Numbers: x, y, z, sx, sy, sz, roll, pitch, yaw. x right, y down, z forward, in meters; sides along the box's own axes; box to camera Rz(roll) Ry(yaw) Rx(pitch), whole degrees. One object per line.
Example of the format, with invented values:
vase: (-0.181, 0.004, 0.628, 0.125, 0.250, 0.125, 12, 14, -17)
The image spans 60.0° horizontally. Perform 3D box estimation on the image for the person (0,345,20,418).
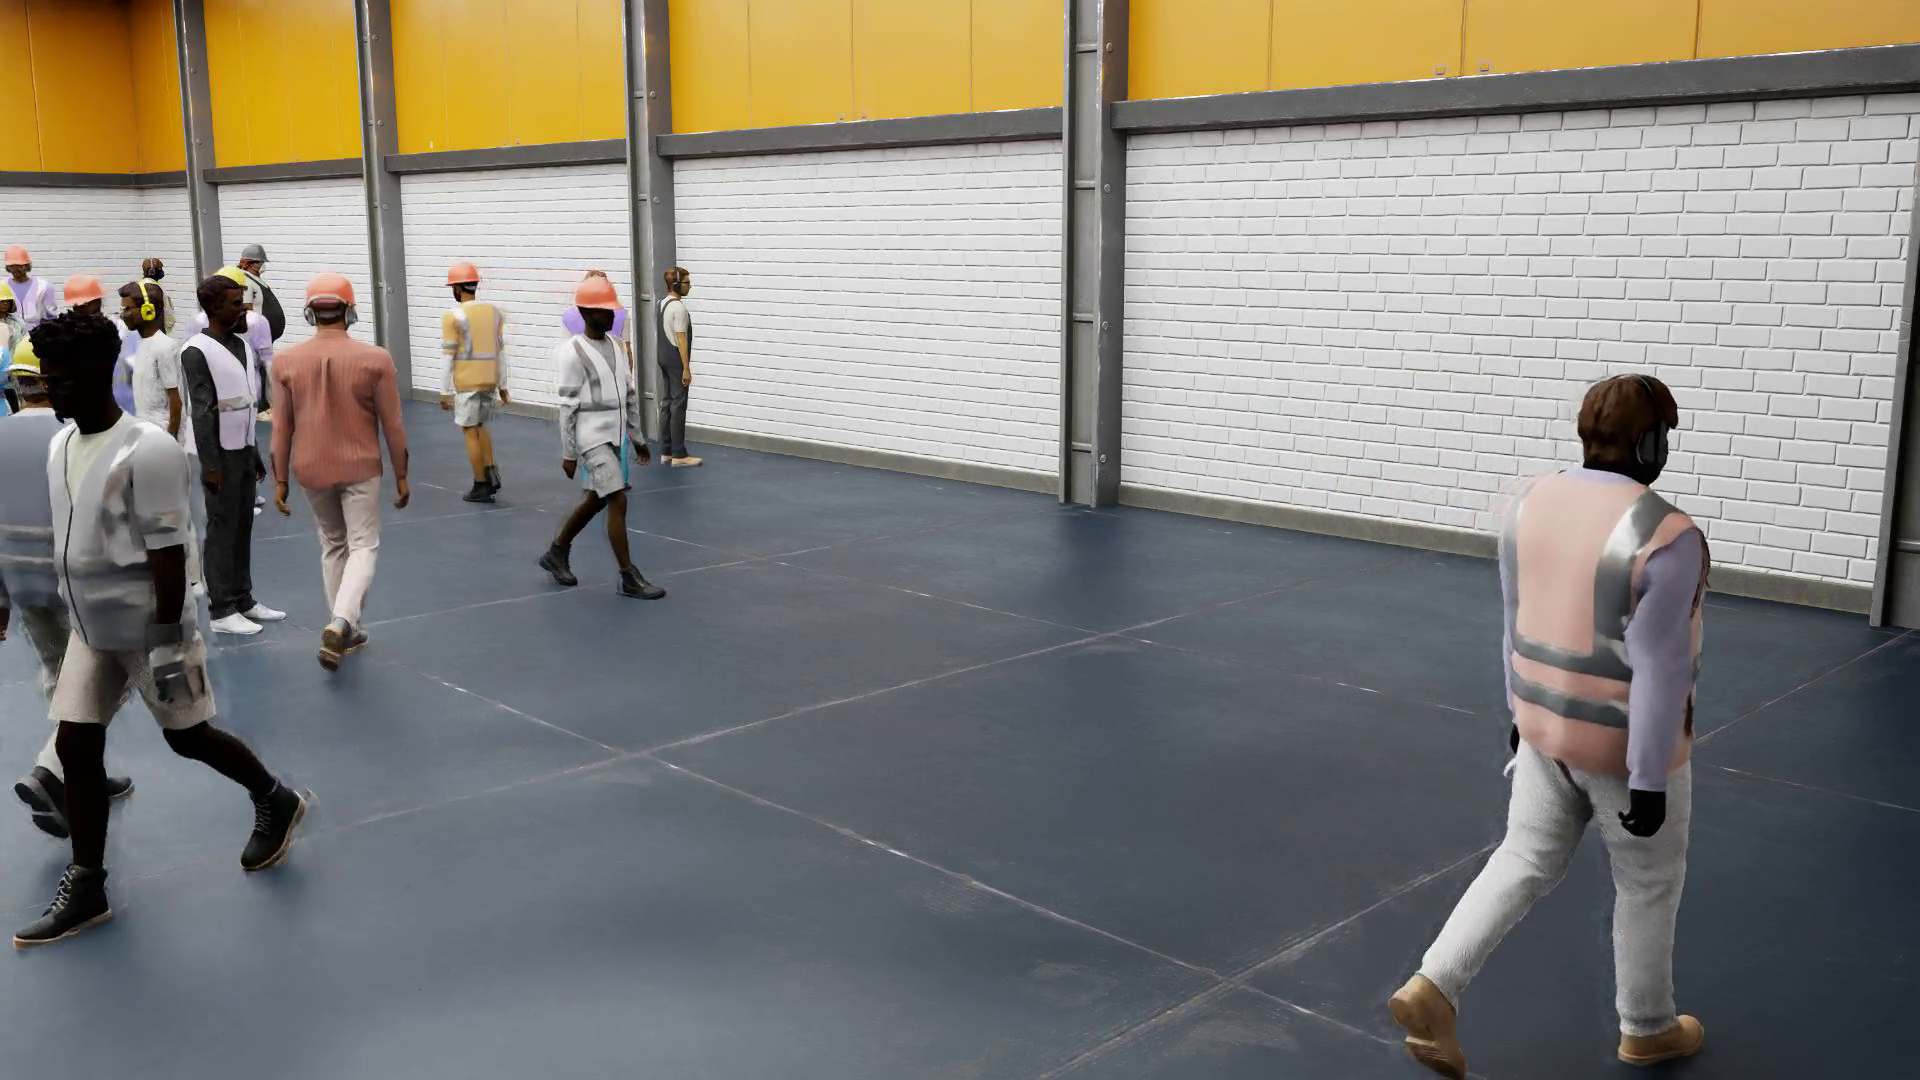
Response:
person: (-6.753, -0.783, 11.403, 0.607, 1.671, 0.425, -9, 13, -39)

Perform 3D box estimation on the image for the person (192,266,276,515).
person: (-5.478, -1.139, 12.750, 0.626, 1.887, 0.804, 1, 10, 5)

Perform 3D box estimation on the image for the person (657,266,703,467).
person: (-2.626, -1.601, 15.409, 0.326, 1.843, 0.517, -6, 12, -31)

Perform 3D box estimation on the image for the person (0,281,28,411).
person: (-8.347, -1.389, 14.563, 0.344, 1.733, 0.479, 5, 12, 26)

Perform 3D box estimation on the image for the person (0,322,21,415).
person: (-8.300, -1.291, 14.288, 0.313, 1.636, 0.518, 4, 11, 22)

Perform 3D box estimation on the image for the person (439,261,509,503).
person: (-3.894, -1.247, 13.258, 0.414, 1.920, 0.562, 8, 13, 36)

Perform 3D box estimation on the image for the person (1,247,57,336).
person: (-10.113, -2.147, 17.964, 0.641, 1.991, 1.018, -4, 11, -19)

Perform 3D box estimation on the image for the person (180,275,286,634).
person: (-3.956, -0.461, 8.983, 0.388, 1.921, 0.593, 0, 10, -1)

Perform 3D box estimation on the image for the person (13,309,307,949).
person: (-2.540, 0.230, 5.251, 0.633, 1.928, 0.956, 6, 12, 28)

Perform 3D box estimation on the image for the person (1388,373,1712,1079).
person: (1.523, 0.487, 4.149, 0.876, 1.811, 0.624, -5, 11, -24)

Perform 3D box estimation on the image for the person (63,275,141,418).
person: (-5.903, -0.904, 11.553, 0.556, 1.876, 1.037, -3, 11, -18)

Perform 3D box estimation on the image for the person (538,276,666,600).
person: (-2.190, -0.613, 9.886, 0.952, 1.905, 0.553, 4, 11, 22)

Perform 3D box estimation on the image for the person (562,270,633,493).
person: (-2.995, -1.307, 13.804, 0.564, 1.846, 0.389, -2, 11, -10)

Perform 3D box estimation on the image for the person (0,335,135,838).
person: (-3.209, 0.160, 5.899, 0.585, 1.814, 0.698, 1, 10, 7)

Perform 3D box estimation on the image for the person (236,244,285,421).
person: (-8.098, -2.407, 19.270, 0.536, 2.000, 0.680, -2, 11, -12)

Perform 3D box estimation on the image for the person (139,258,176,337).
person: (-10.259, -2.675, 21.271, 0.429, 1.842, 0.633, -8, 13, -36)

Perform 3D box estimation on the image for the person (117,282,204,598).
person: (-4.681, -0.568, 9.724, 0.310, 1.864, 0.533, -8, 13, -36)

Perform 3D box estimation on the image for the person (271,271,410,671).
person: (-3.073, -0.331, 8.199, 0.662, 1.960, 0.848, -1, 10, -4)
